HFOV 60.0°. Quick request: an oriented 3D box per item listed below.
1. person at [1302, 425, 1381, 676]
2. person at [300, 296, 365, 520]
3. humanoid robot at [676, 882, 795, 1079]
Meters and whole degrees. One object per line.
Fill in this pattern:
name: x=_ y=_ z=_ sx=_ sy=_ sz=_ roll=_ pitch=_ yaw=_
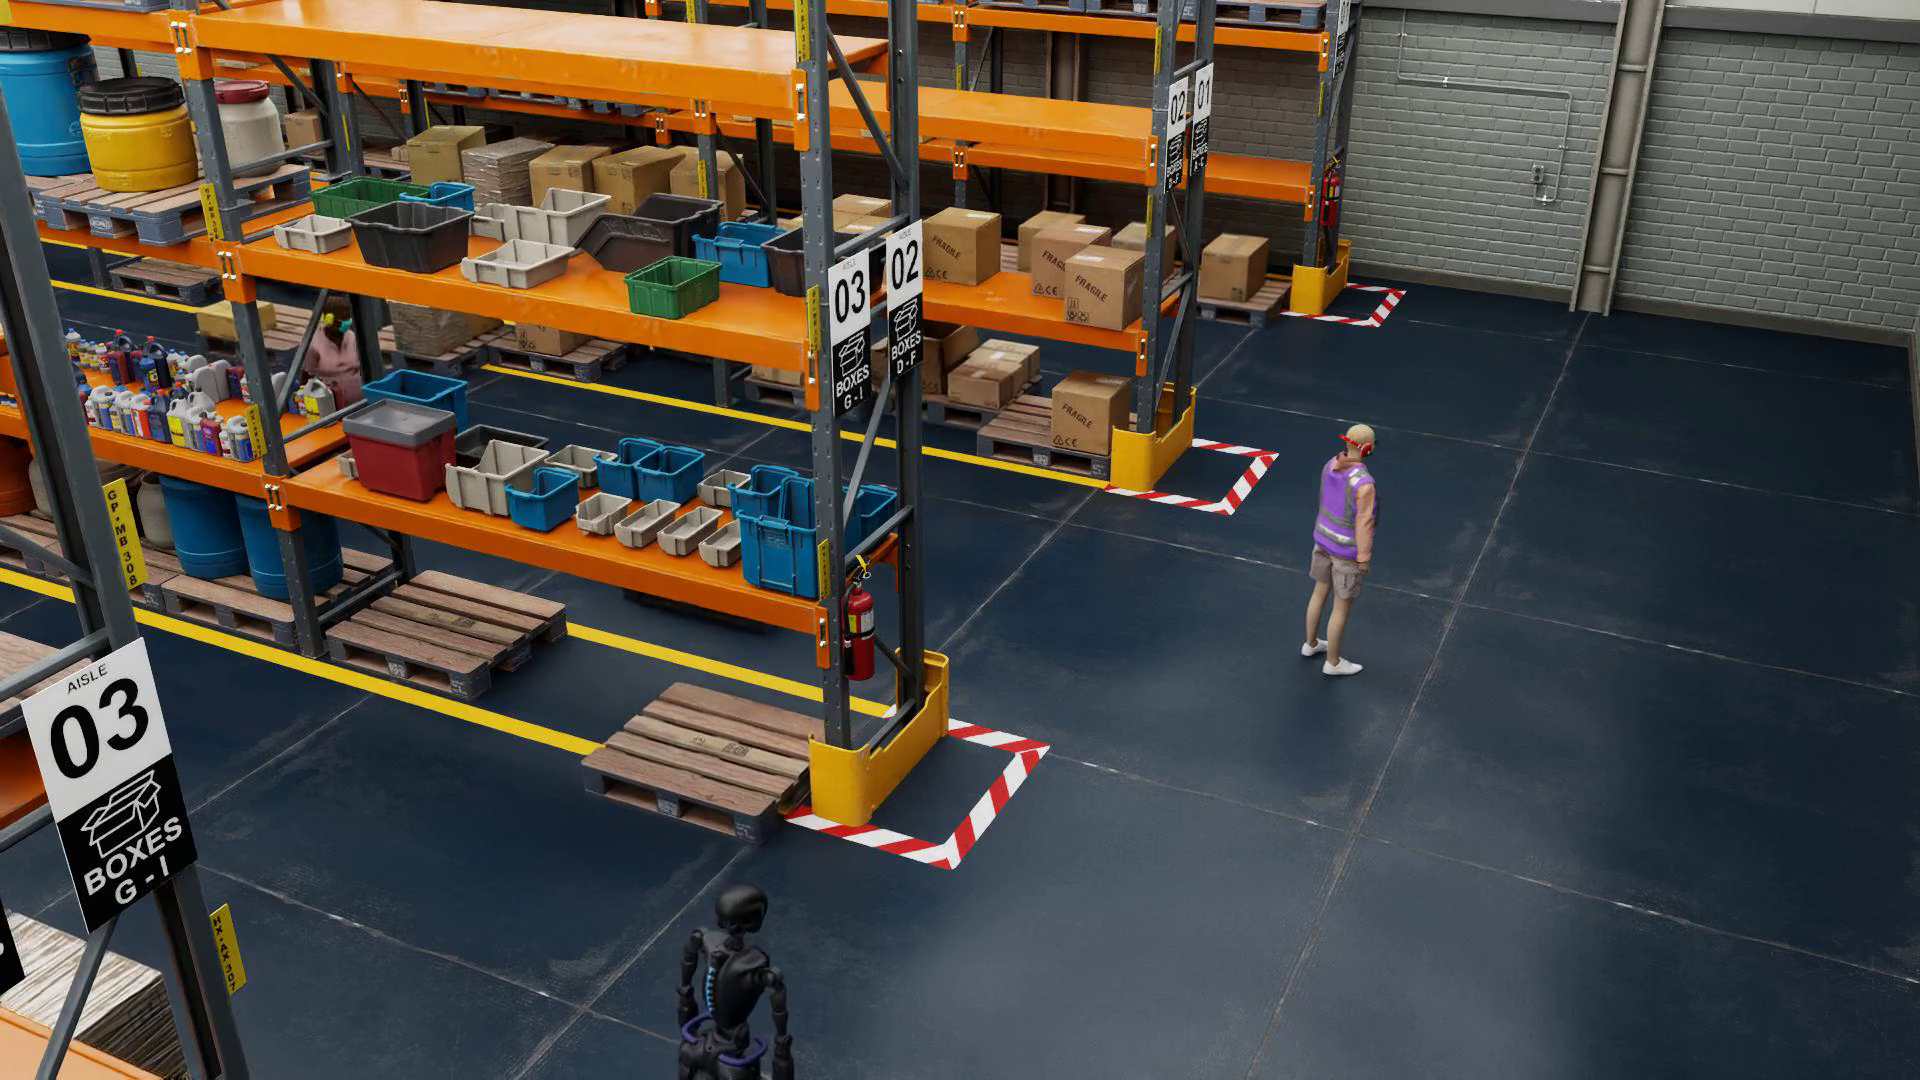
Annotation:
person: x=2.434 y=0.059 z=10.586 sx=0.349 sy=1.688 sz=0.489 roll=-11 pitch=28 yaw=-21
person: x=-4.720 y=-1.011 z=12.655 sx=0.474 sy=1.766 sz=0.539 roll=23 pitch=34 yaw=38
humanoid robot: x=-0.907 y=2.063 z=6.543 sx=0.613 sy=1.630 sz=0.405 roll=17 pitch=31 yaw=31
